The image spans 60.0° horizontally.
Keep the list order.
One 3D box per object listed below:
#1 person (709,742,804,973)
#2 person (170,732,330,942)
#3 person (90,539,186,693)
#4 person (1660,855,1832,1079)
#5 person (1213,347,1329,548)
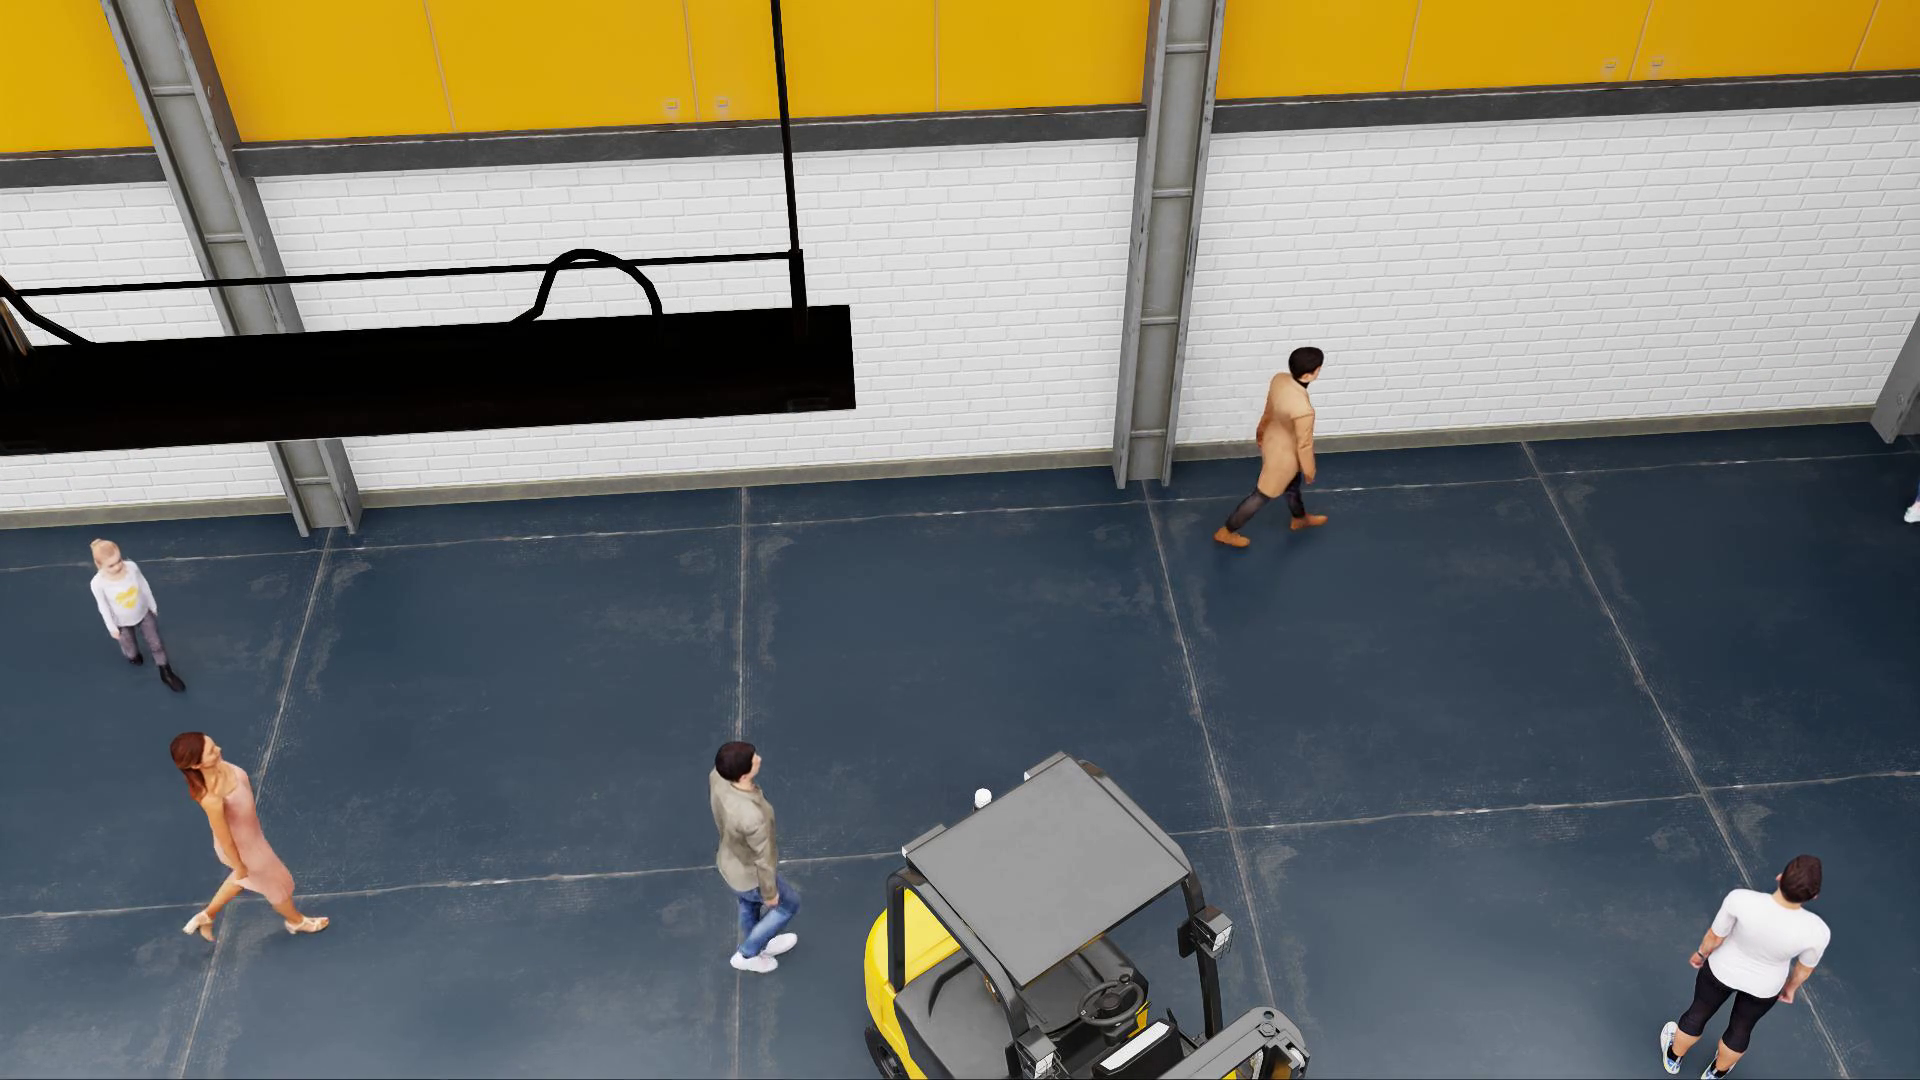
[{"bbox_3d":[-1.192,1.755,8.874,0.846,1.859,0.840,-23,48,-22],"label":"person"},{"bbox_3d":[-3.983,1.655,9.011,1.021,1.815,0.792,-17,46,-17],"label":"person"},{"bbox_3d":[-5.351,0.457,10.667,0.802,1.264,0.755,32,52,29],"label":"person"},{"bbox_3d":[3.985,2.189,8.424,0.699,1.852,0.813,19,47,19],"label":"person"},{"bbox_3d":[2.144,-0.595,11.468,1.148,1.685,0.745,-8,44,-8],"label":"person"}]
